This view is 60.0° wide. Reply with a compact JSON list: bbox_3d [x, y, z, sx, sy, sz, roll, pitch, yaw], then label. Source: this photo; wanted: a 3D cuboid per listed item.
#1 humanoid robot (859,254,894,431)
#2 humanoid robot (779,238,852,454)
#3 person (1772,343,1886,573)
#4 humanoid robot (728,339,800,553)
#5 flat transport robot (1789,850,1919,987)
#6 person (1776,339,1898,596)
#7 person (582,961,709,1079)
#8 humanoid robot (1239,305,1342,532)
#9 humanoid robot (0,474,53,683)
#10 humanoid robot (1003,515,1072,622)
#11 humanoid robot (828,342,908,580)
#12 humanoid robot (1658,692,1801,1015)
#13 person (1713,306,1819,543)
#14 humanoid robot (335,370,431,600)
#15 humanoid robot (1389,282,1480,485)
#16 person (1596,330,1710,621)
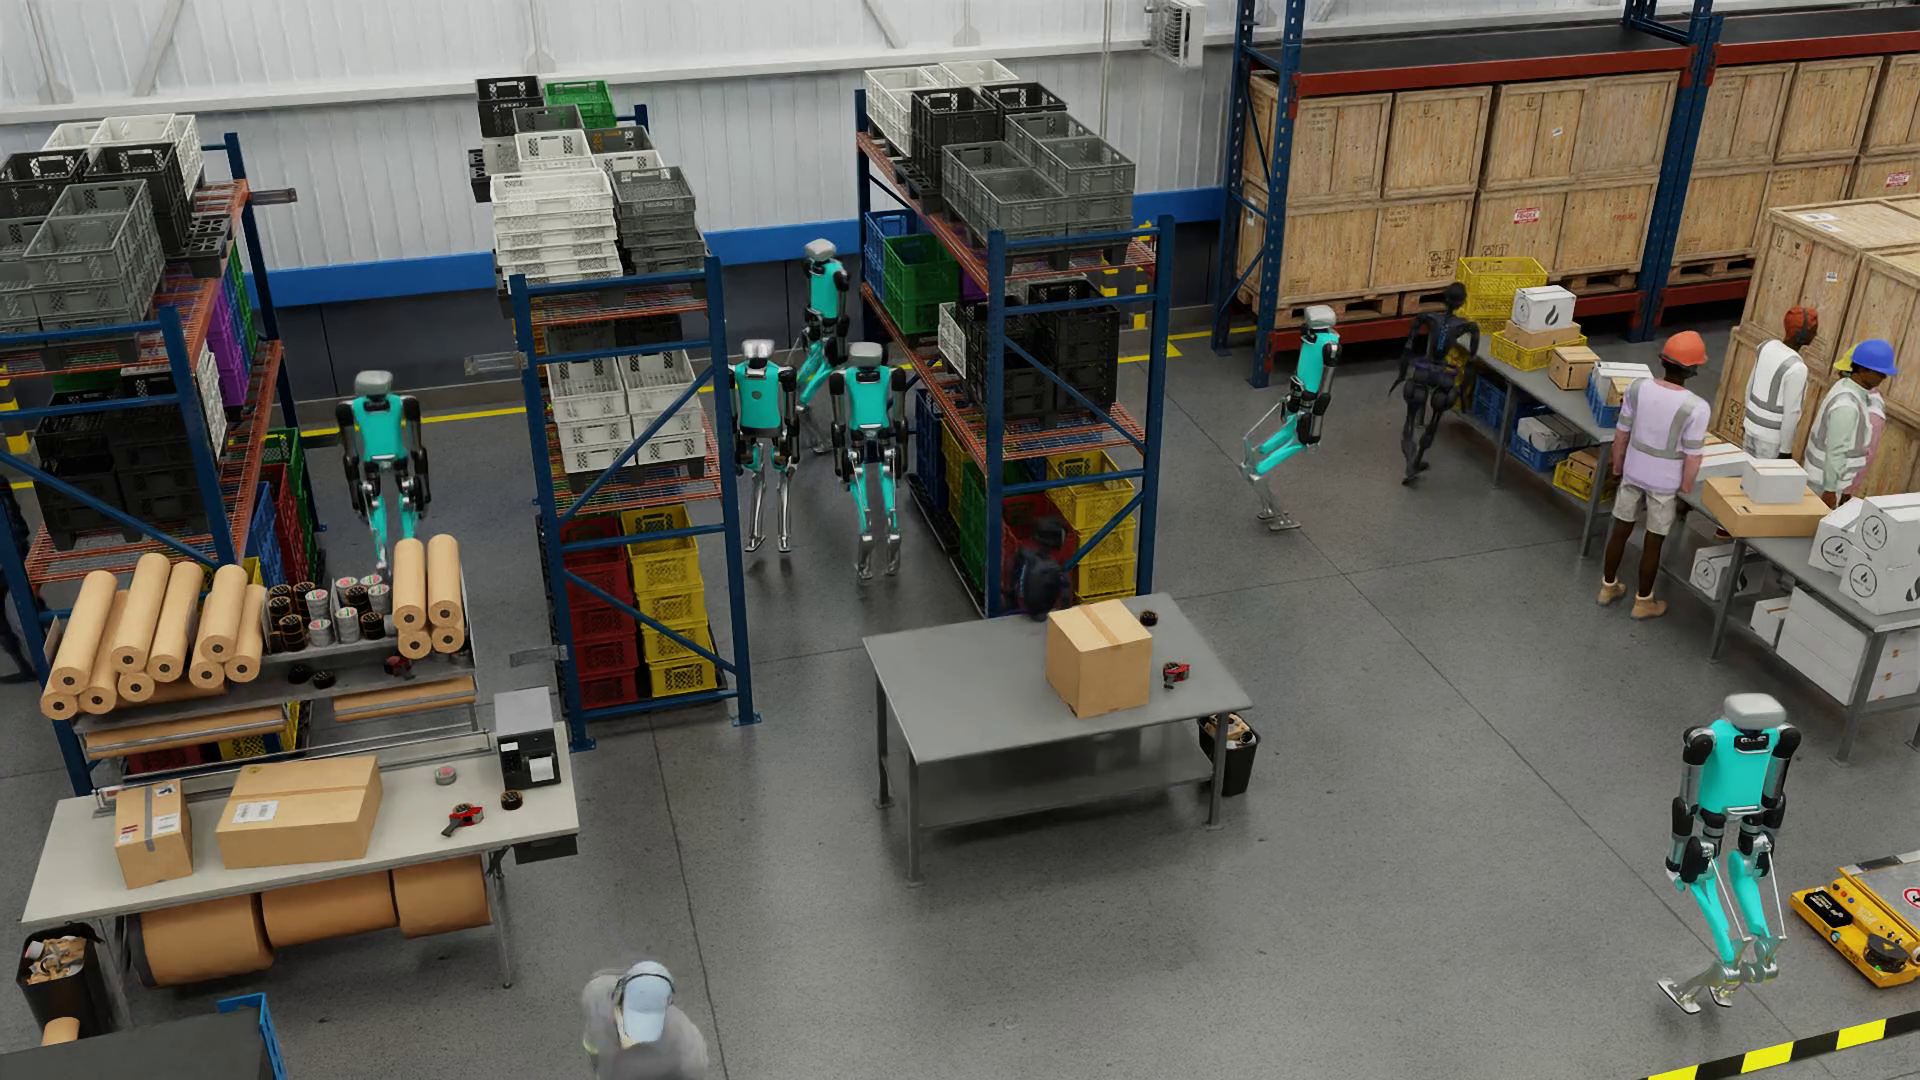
[{"bbox_3d":[-0.696,-1.639,13.675,0.323,1.656,0.602,-2,29,-3],"label":"humanoid robot"},{"bbox_3d":[-1.218,-1.515,13.315,0.691,1.729,0.530,-22,36,-34],"label":"humanoid robot"},{"bbox_3d":[5.996,-0.484,11.417,0.404,1.830,0.600,4,29,7],"label":"person"},{"bbox_3d":[-1.364,-0.730,11.822,0.533,1.681,0.735,2,29,3],"label":"humanoid robot"},{"bbox_3d":[5.163,1.916,8.676,1.431,0.231,0.659,-8,30,-14],"label":"flat transport robot"},{"bbox_3d":[5.909,-0.455,11.248,0.400,1.943,0.609,15,32,25],"label":"person"},{"bbox_3d":[-1.228,2.265,6.446,0.663,1.806,0.451,14,32,24],"label":"person"},{"bbox_3d":[2.337,-0.871,12.118,0.728,1.694,0.532,-5,29,-10],"label":"humanoid robot"},{"bbox_3d":[-6.025,0.131,10.468,0.413,1.646,0.586,11,31,19],"label":"humanoid robot"},{"bbox_3d":[0.465,0.592,9.655,0.728,1.633,0.613,-19,34,-31],"label":"humanoid robot"},{"bbox_3d":[-0.592,-0.466,11.346,0.533,1.677,0.735,-4,29,-7],"label":"humanoid robot"},{"bbox_3d":[3.610,1.549,7.686,0.533,1.671,0.735,-3,29,-5],"label":"humanoid robot"},{"bbox_3d":[5.785,-0.774,11.892,0.338,1.882,0.582,-1,29,-3],"label":"person"},{"bbox_3d":[-3.753,-0.153,10.977,0.532,1.774,1.018,-8,30,-14],"label":"humanoid robot"},{"bbox_3d":[3.655,-1.203,12.934,0.614,1.652,0.563,13,31,22],"label":"humanoid robot"},{"bbox_3d":[4.637,-0.430,11.103,0.389,2.044,0.607,-19,34,-31],"label":"person"}]
